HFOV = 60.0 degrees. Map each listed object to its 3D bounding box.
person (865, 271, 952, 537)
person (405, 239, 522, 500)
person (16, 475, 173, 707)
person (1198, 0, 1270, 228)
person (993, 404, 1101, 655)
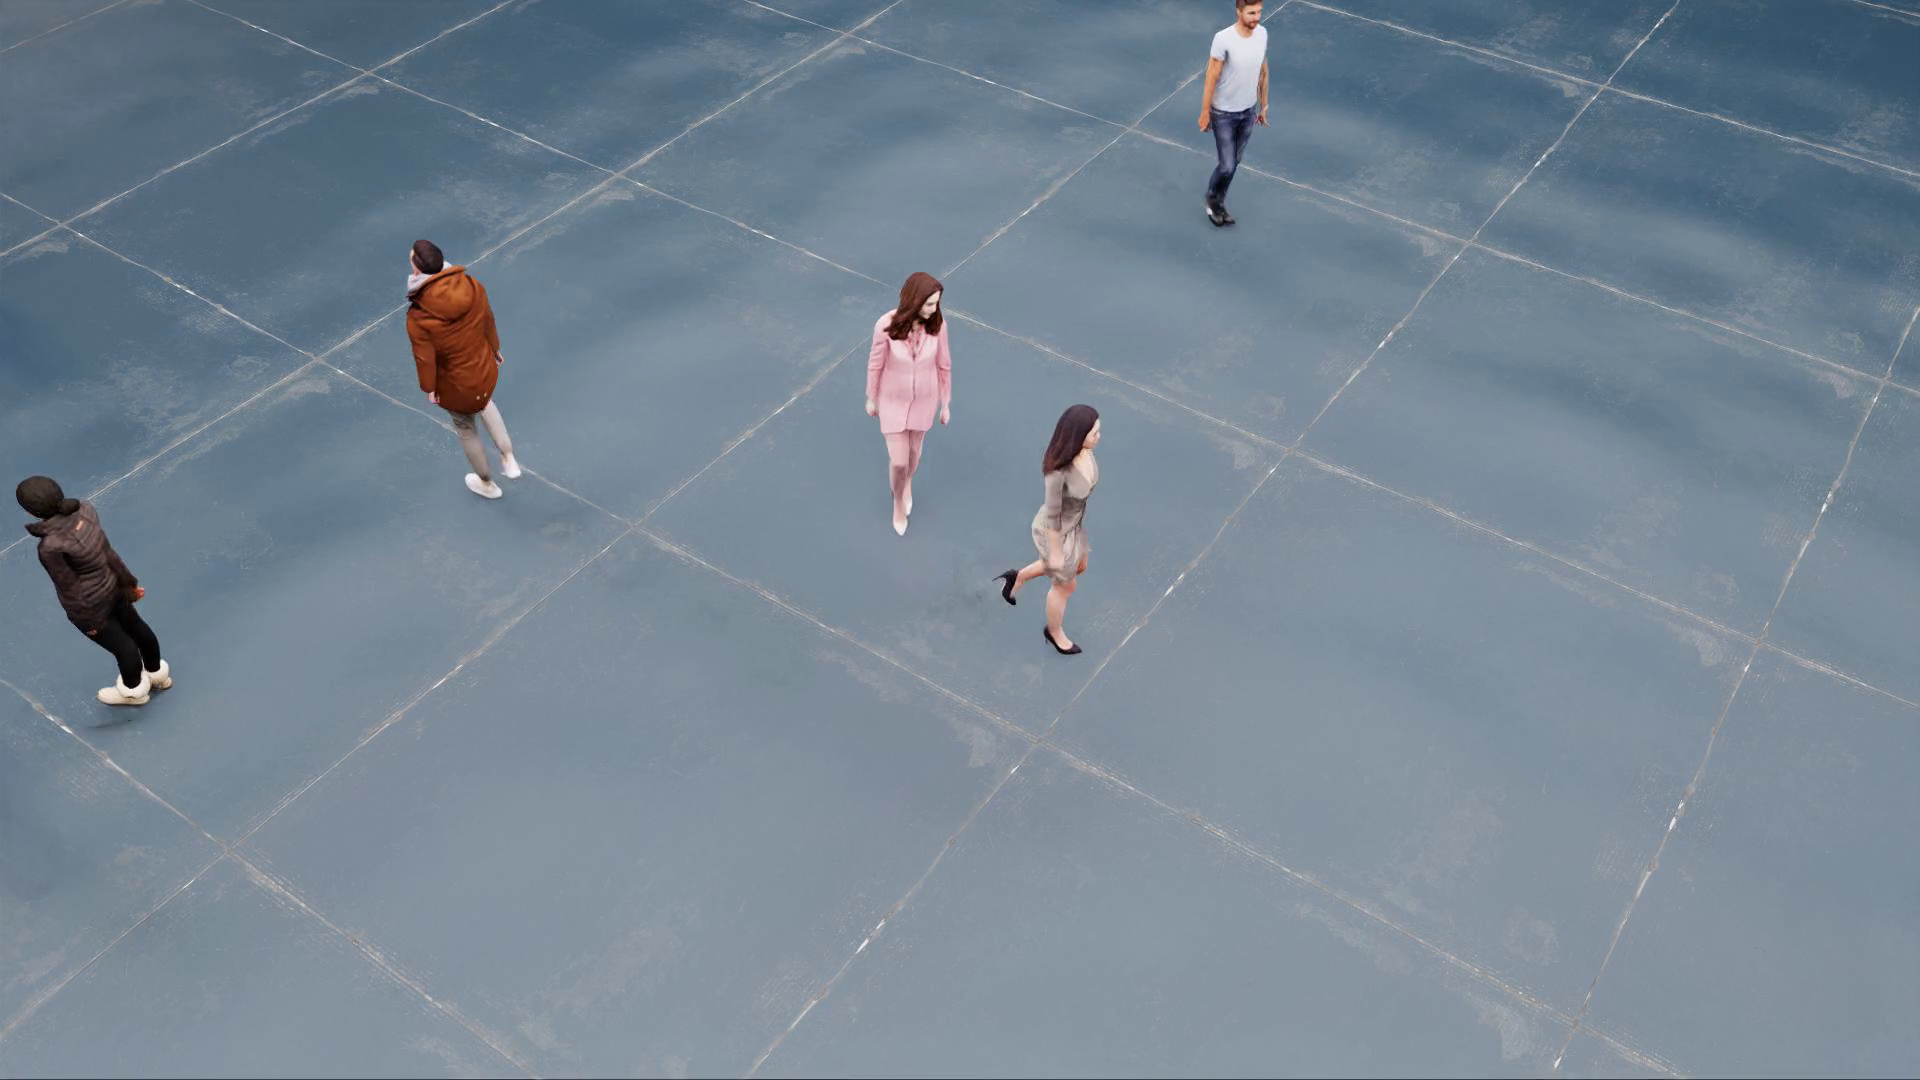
[{"bbox_3d":[-0.303,-0.878,9.862,0.821,1.769,0.881,-5,43,-6],"label":"person"},{"bbox_3d":[-2.904,-0.967,9.914,0.653,1.826,0.709,27,50,26],"label":"person"},{"bbox_3d":[-4.541,0.310,8.672,0.784,1.656,0.711,7,43,7],"label":"person"},{"bbox_3d":[1.969,-3.214,12.298,0.764,1.858,0.765,-20,47,-20],"label":"person"},{"bbox_3d":[0.468,-0.069,9.024,0.870,1.728,0.718,19,46,19],"label":"person"}]
